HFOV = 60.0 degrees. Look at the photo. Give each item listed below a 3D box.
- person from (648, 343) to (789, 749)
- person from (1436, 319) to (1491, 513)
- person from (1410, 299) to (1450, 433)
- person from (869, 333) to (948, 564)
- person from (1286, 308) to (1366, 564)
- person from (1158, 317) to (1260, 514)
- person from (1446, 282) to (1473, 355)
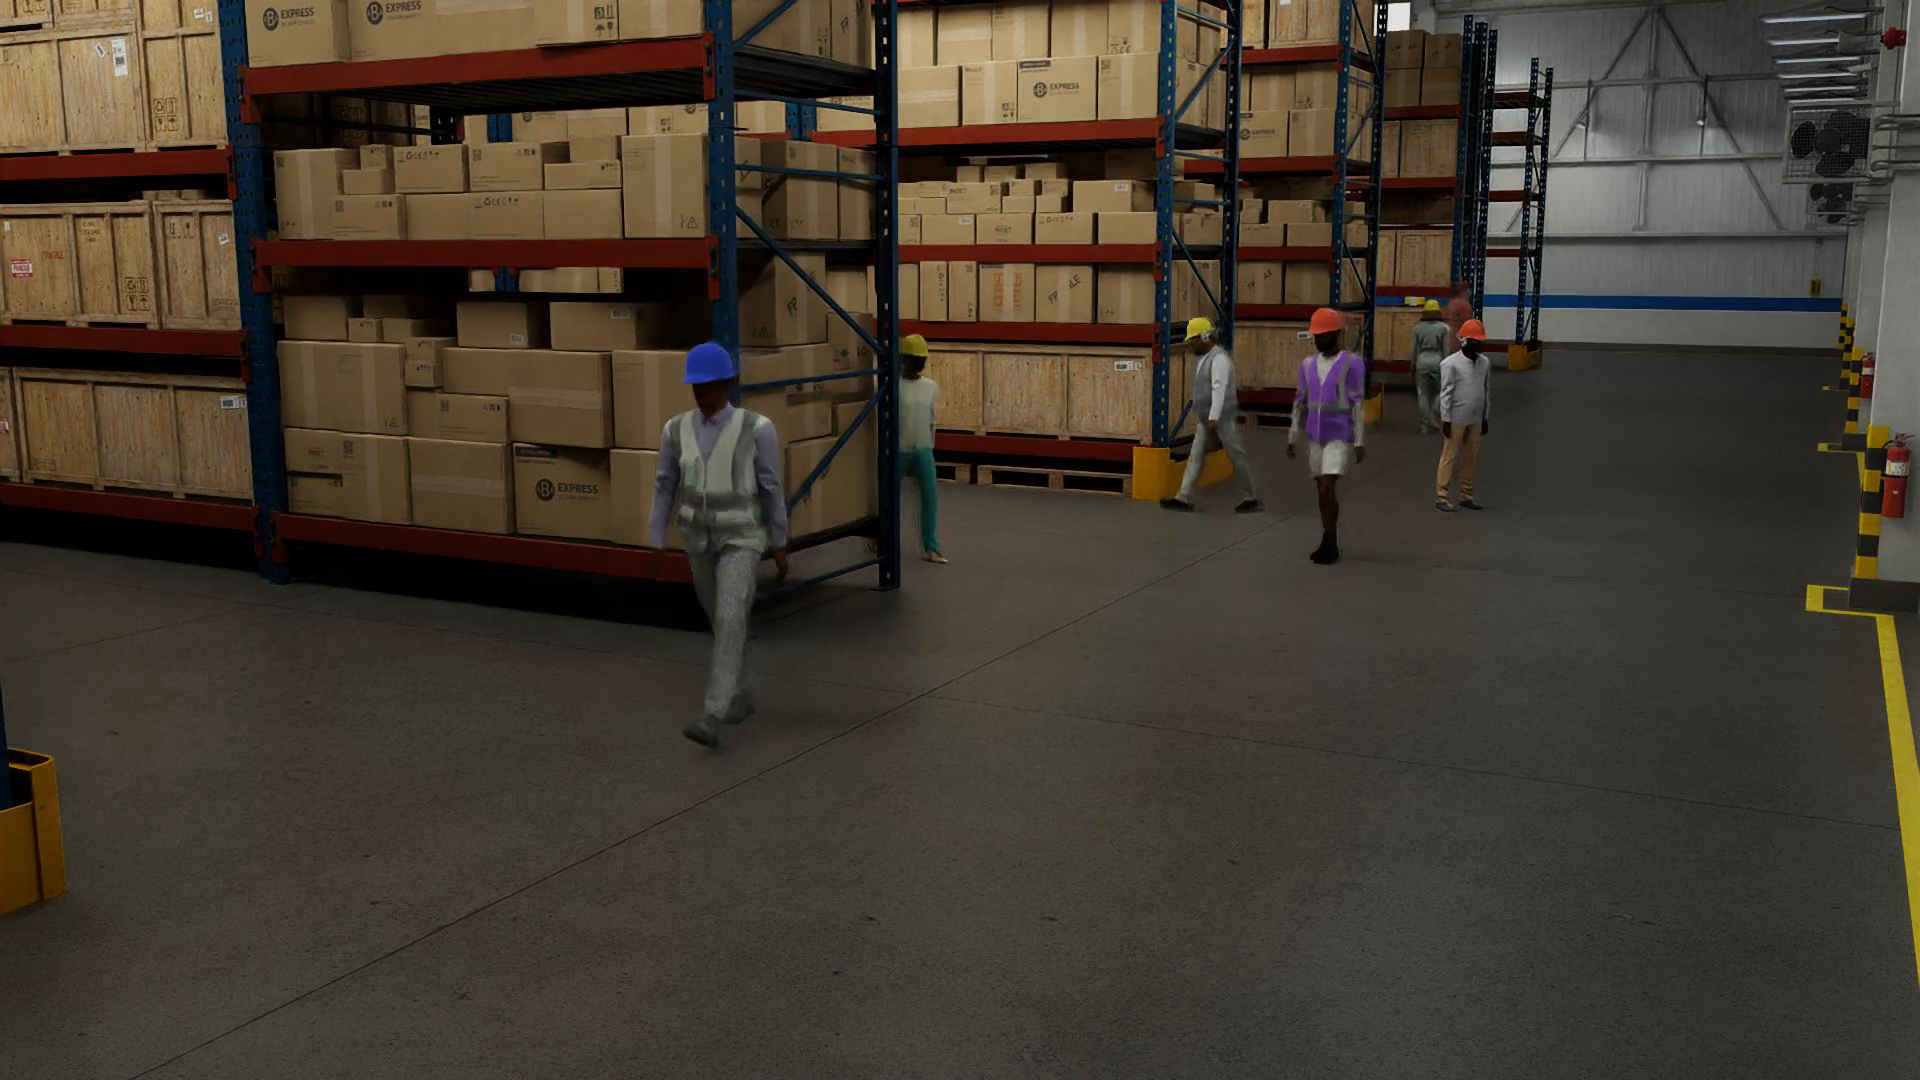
[{"bbox_3d":[-1.196,0.024,7.934,0.653,1.898,0.976,3,10,19],"label":"person"},{"bbox_3d":[4.570,-1.115,15.000,0.563,1.742,0.353,-5,11,-27],"label":"person"},{"bbox_3d":[6.127,-2.266,21.662,0.512,1.724,0.593,4,11,23],"label":"person"},{"bbox_3d":[-0.415,-0.712,12.670,0.521,1.733,0.811,-6,11,-31],"label":"person"},{"bbox_3d":[2.702,-0.770,12.479,0.615,1.918,0.586,-9,13,-41],"label":"person"},{"bbox_3d":[2.300,-1.099,14.882,0.914,1.763,0.721,-2,10,-14],"label":"person"},{"bbox_3d":[8.031,-3.151,26.397,0.803,1.867,0.701,0,10,0],"label":"person"}]
